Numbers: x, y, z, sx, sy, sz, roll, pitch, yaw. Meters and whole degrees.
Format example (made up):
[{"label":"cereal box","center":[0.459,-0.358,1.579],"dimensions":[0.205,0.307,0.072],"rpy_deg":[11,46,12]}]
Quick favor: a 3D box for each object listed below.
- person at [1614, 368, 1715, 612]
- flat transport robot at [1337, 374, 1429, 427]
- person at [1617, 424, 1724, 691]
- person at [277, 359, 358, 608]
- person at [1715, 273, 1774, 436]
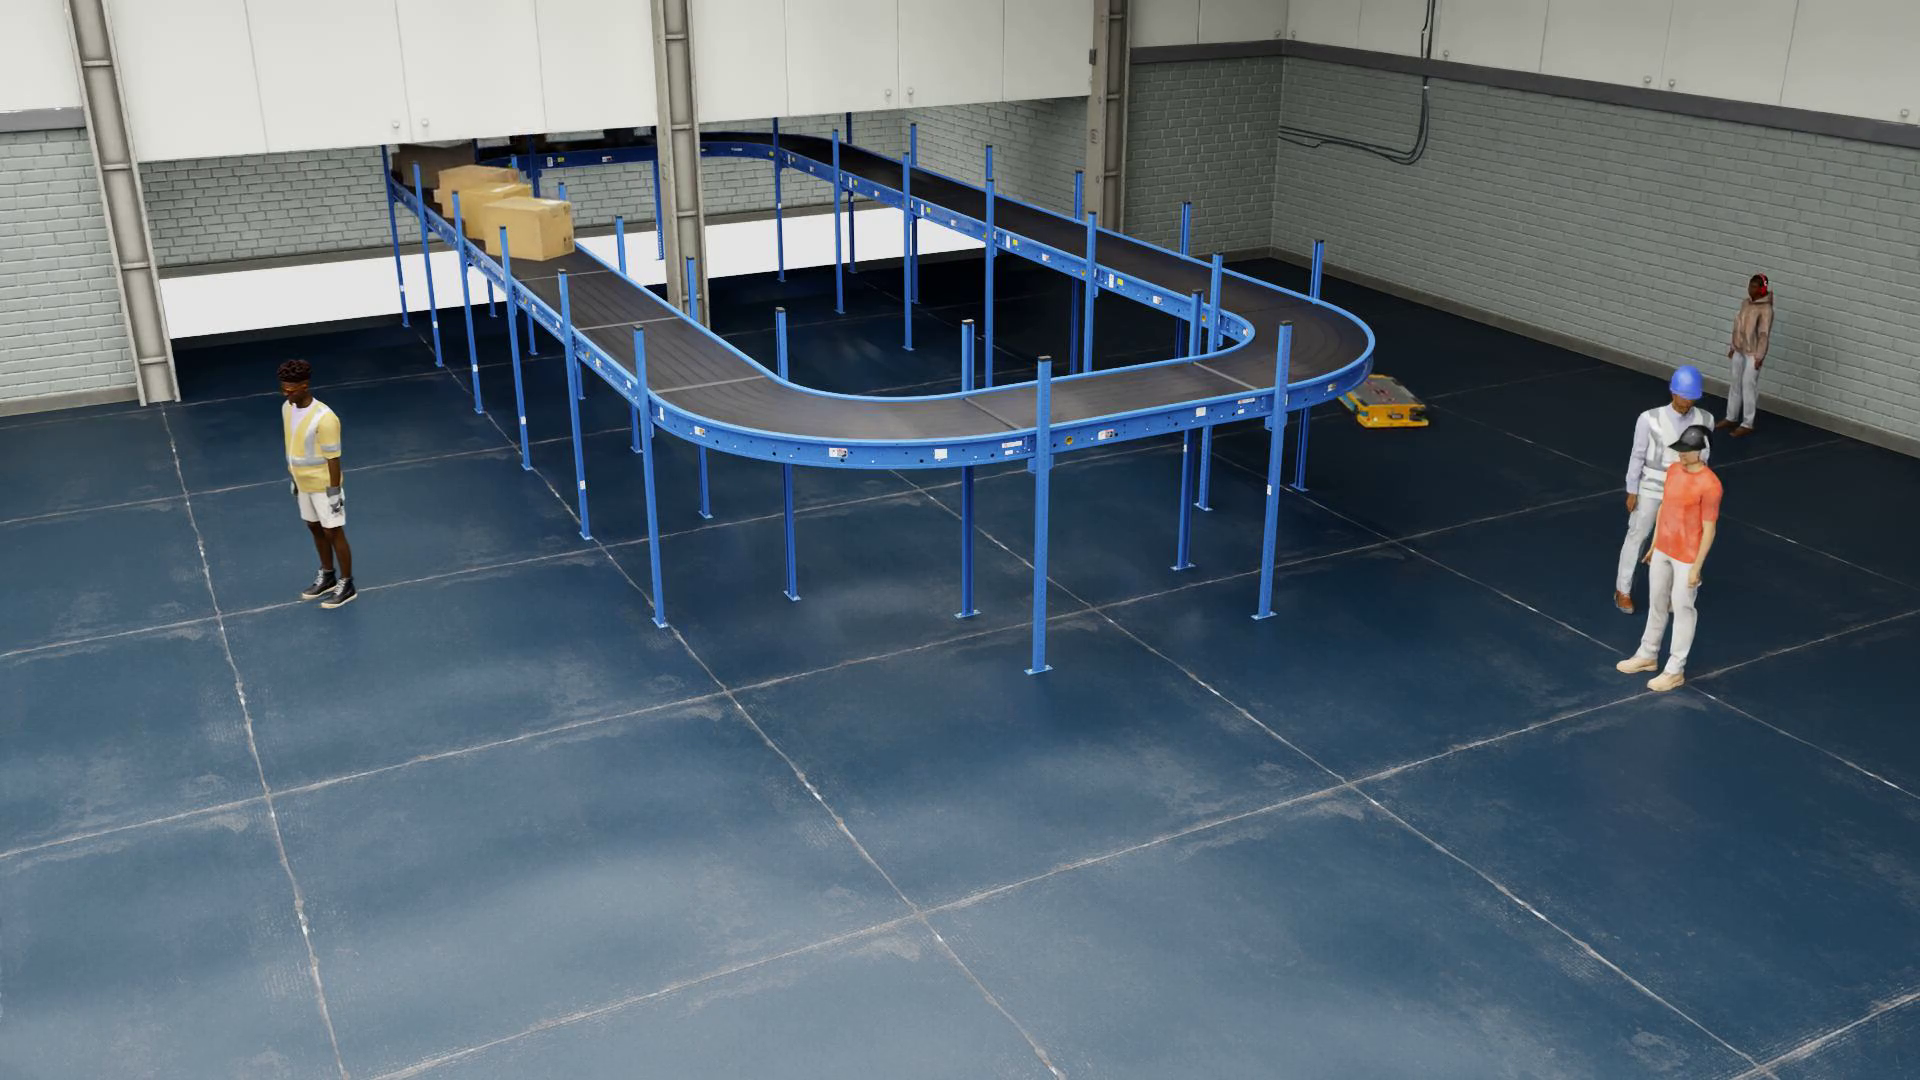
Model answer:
[{"label":"person","center":[5.336,-0.372,12.570],"dimensions":[0.616,1.942,0.415],"rpy_deg":[-1,22,-3]},{"label":"flat transport robot","center":[4.384,-1.480,17.533],"dimensions":[0.659,0.231,1.431],"rpy_deg":[-2,22,-4]},{"label":"person","center":[4.900,0.113,11.409],"dimensions":[0.411,1.912,0.475],"rpy_deg":[-7,23,-18]},{"label":"person","center":[-4.927,-0.444,12.728],"dimensions":[0.601,1.958,0.372],"rpy_deg":[16,27,35]},{"label":"person","center":[7.895,-1.859,16.634],"dimensions":[0.320,1.647,0.473],"rpy_deg":[-4,22,-9]}]
